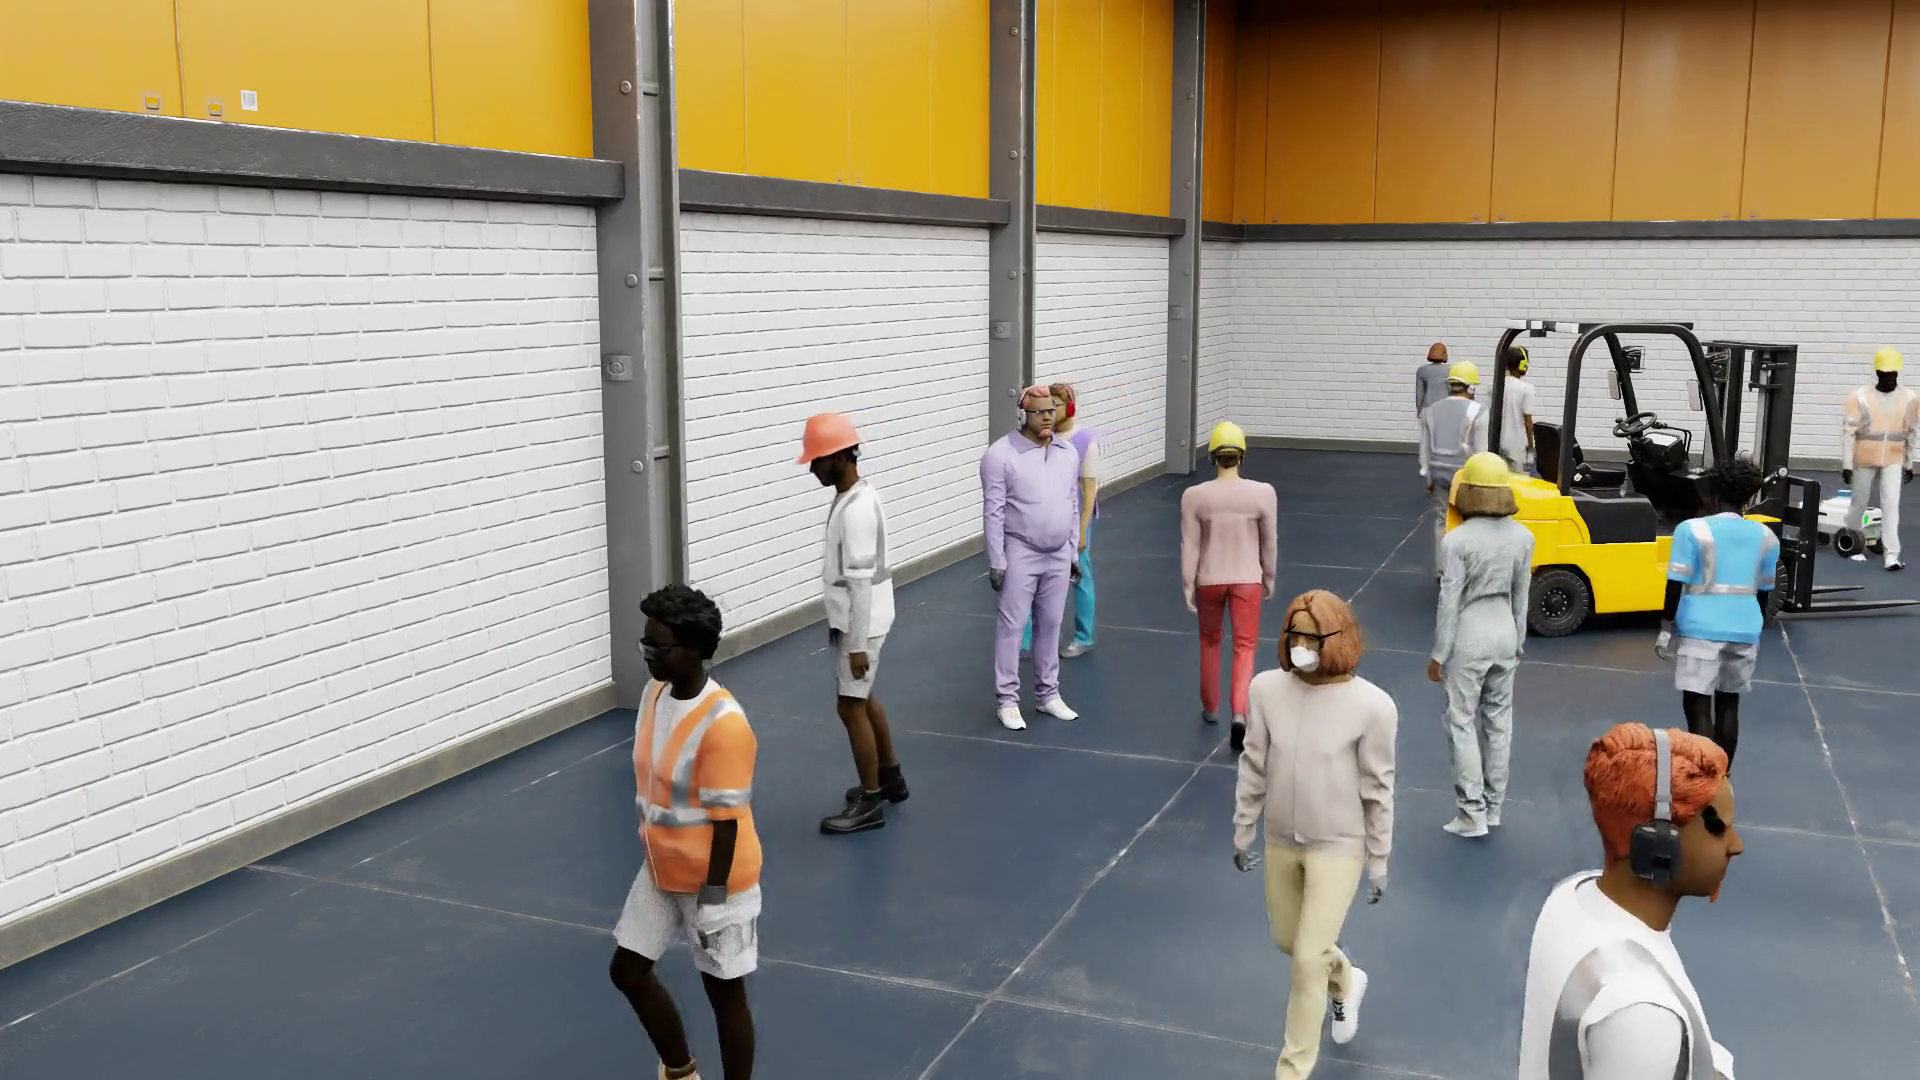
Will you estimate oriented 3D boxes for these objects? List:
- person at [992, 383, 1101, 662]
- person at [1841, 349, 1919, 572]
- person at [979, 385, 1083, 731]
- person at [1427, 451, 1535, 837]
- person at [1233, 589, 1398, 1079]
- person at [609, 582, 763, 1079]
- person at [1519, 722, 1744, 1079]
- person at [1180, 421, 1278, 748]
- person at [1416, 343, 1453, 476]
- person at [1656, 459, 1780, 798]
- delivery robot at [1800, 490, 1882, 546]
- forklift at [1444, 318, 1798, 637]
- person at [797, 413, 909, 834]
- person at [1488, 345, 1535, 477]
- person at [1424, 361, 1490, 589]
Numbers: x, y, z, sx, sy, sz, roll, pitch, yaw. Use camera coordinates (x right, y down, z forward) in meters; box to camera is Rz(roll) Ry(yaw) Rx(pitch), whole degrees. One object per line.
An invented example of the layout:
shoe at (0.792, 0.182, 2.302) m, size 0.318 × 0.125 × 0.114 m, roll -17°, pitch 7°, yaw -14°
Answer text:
person at (0.576, -0.089, 10.660) m, size 0.601 × 1.808 × 0.879 m, roll 9°, pitch 13°, yaw 44°
person at (7.833, -0.689, 14.173) m, size 0.618 × 1.867 × 1.003 m, roll 2°, pitch 10°, yaw 13°
person at (0.425, 0.092, 9.289) m, size 0.643 × 1.909 × 0.410 m, roll -6°, pitch 11°, yaw -33°
person at (2.348, 0.471, 7.525) m, size 0.489 × 1.752 × 0.343 m, roll -4°, pitch 10°, yaw -21°
person at (1.111, 0.926, 5.139) m, size 0.510 × 1.606 × 0.745 m, roll 8°, pitch 12°, yaw 41°
person at (-0.799, 0.954, 4.713) m, size 0.452 × 1.680 × 0.556 m, roll -7°, pitch 12°, yaw -38°
person at (1.026, 1.195, 2.801) m, size 0.956 × 1.848 × 0.586 m, roll 2°, pitch 10°, yaw 10°
person at (1.451, 0.225, 9.009) m, size 0.523 × 1.732 × 0.839 m, roll 2°, pitch 10°, yaw 11°
person at (5.806, -1.588, 20.293) m, size 0.500 × 1.633 × 0.285 m, roll 5°, pitch 11°, yaw 27°
person at (3.554, 0.461, 7.811) m, size 0.627 × 1.661 × 0.393 m, roll -2°, pitch 10°, yaw -12°
delivery robot at (7.903, -0.205, 14.891) m, size 0.477 × 0.478 × 0.707 m, roll -5°, pitch 10°, yaw -26°
forklift at (4.706, -0.497, 11.990) m, size 2.313 × 2.155 × 1.214 m, roll -2°, pitch 10°, yaw -10°
person at (-0.460, 0.372, 7.579) m, size 0.539 × 1.909 × 0.654 m, roll -1°, pitch 9°, yaw -7°
person at (4.956, -0.830, 15.035) m, size 0.625 × 1.855 × 0.535 m, roll -5°, pitch 11°, yaw -29°
person at (3.926, -0.499, 13.123) m, size 0.430 × 1.815 × 0.612 m, roll -7°, pitch 12°, yaw -37°
